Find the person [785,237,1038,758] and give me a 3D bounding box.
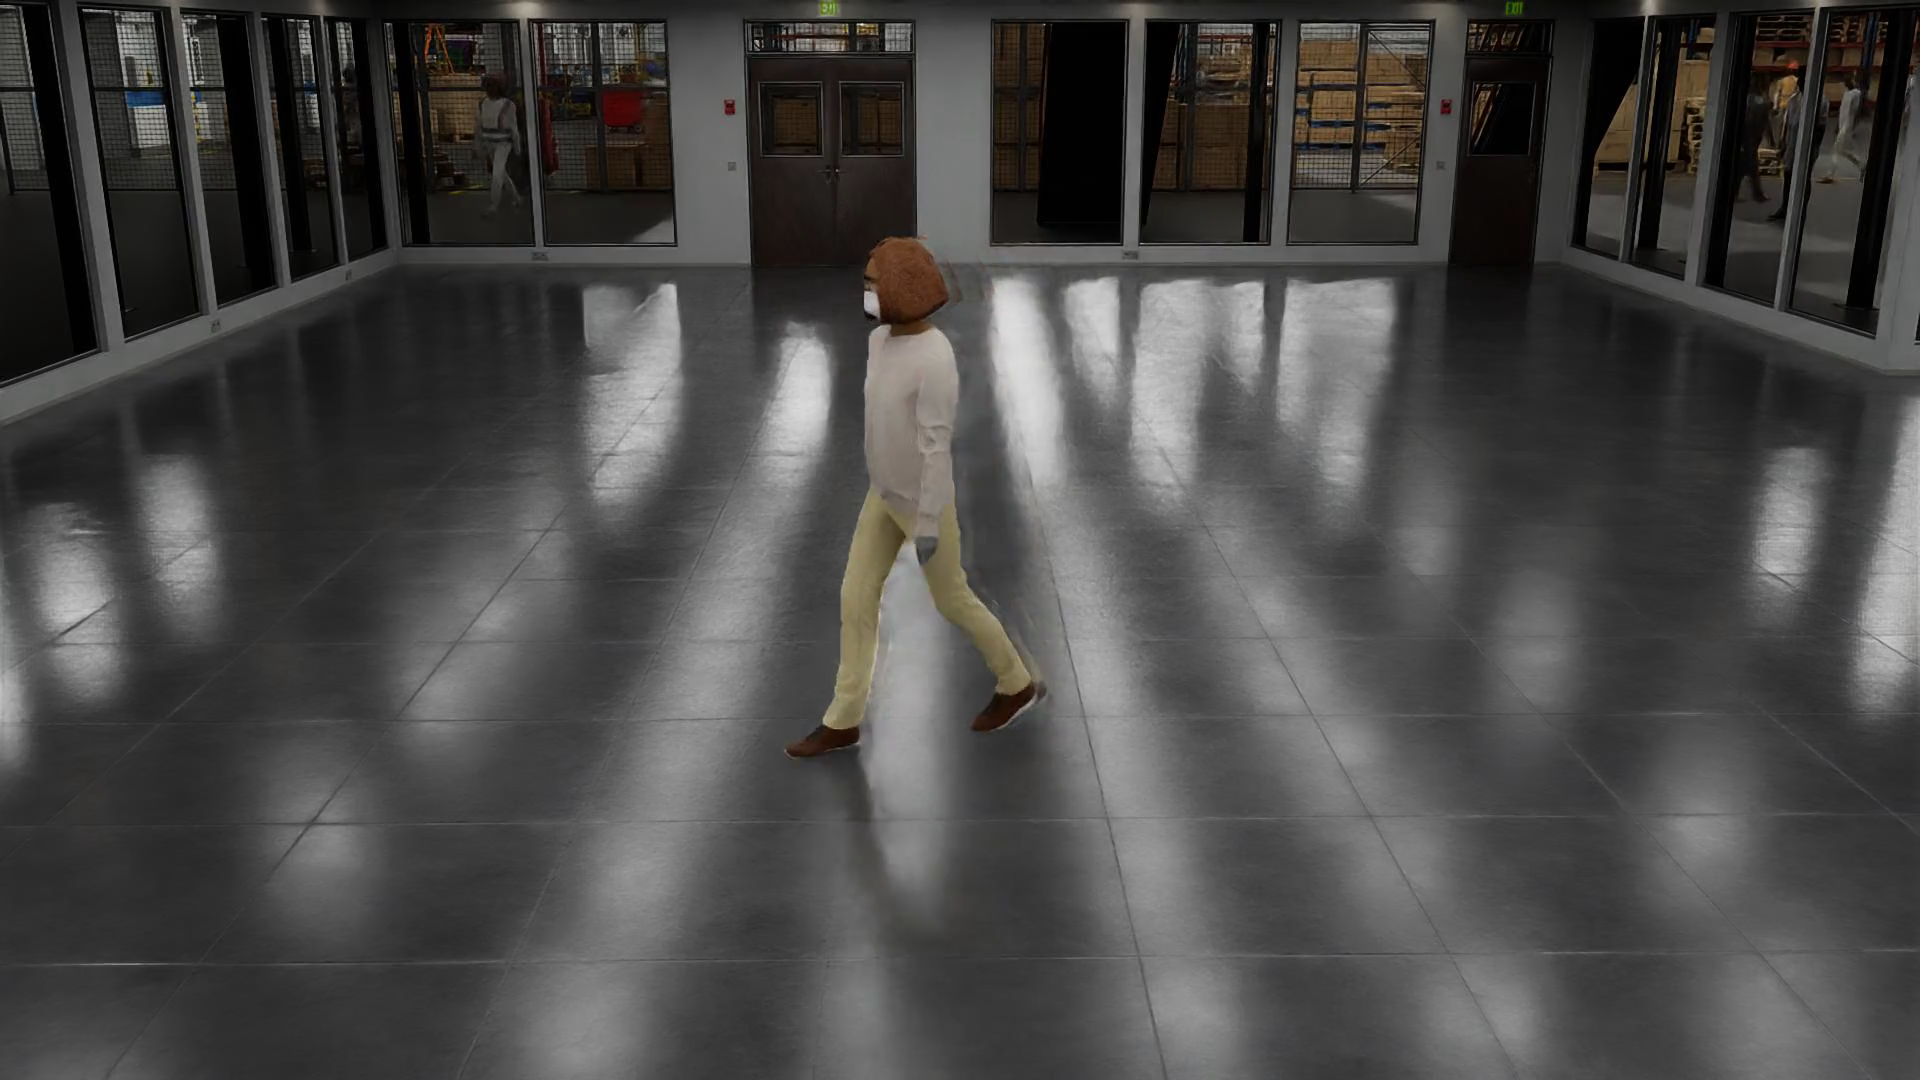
[{"bbox_3d":[-0.114,-0.127,5.080,0.832,1.597,0.510,-9,19,-28],"label":"person"}]
